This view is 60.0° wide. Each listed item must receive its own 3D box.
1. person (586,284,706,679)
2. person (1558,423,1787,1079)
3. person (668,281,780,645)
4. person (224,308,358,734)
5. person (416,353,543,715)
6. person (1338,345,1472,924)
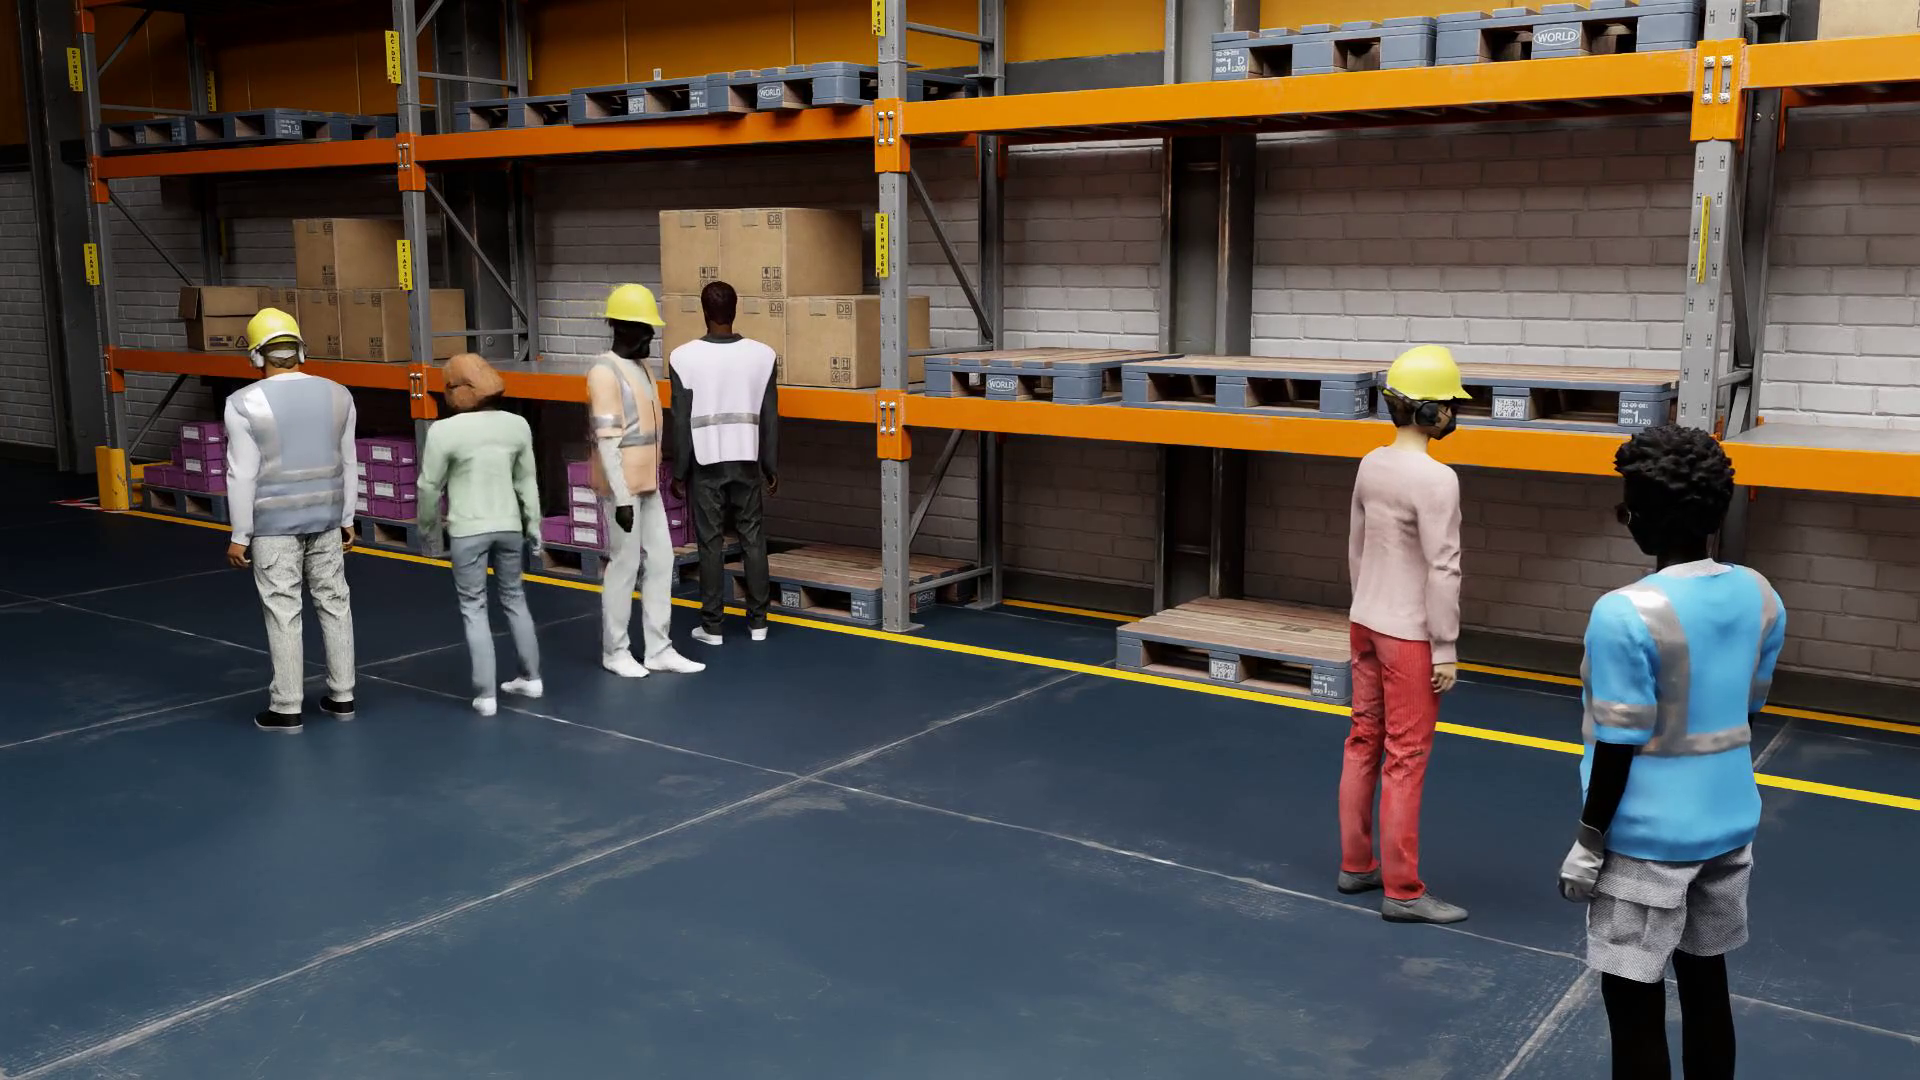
[{"bbox_3d":[-1.539,-0.270,8.038,0.516,1.908,0.630,2,10,12],"label":"person"},{"bbox_3d":[1.461,0.606,3.465,0.532,1.693,0.319,-6,11,-32],"label":"person"},{"bbox_3d":[-1.235,-0.400,8.792,0.597,1.915,0.371,-4,10,-23],"label":"person"},{"bbox_3d":[-2.876,-0.079,7.160,0.403,1.822,0.588,8,12,39],"label":"person"},{"bbox_3d":[-2.168,-0.031,7.499,0.411,1.610,0.545,9,13,43],"label":"person"},{"bbox_3d":[1.384,0.287,5.147,0.329,1.769,0.526,-3,10,-15],"label":"person"}]
